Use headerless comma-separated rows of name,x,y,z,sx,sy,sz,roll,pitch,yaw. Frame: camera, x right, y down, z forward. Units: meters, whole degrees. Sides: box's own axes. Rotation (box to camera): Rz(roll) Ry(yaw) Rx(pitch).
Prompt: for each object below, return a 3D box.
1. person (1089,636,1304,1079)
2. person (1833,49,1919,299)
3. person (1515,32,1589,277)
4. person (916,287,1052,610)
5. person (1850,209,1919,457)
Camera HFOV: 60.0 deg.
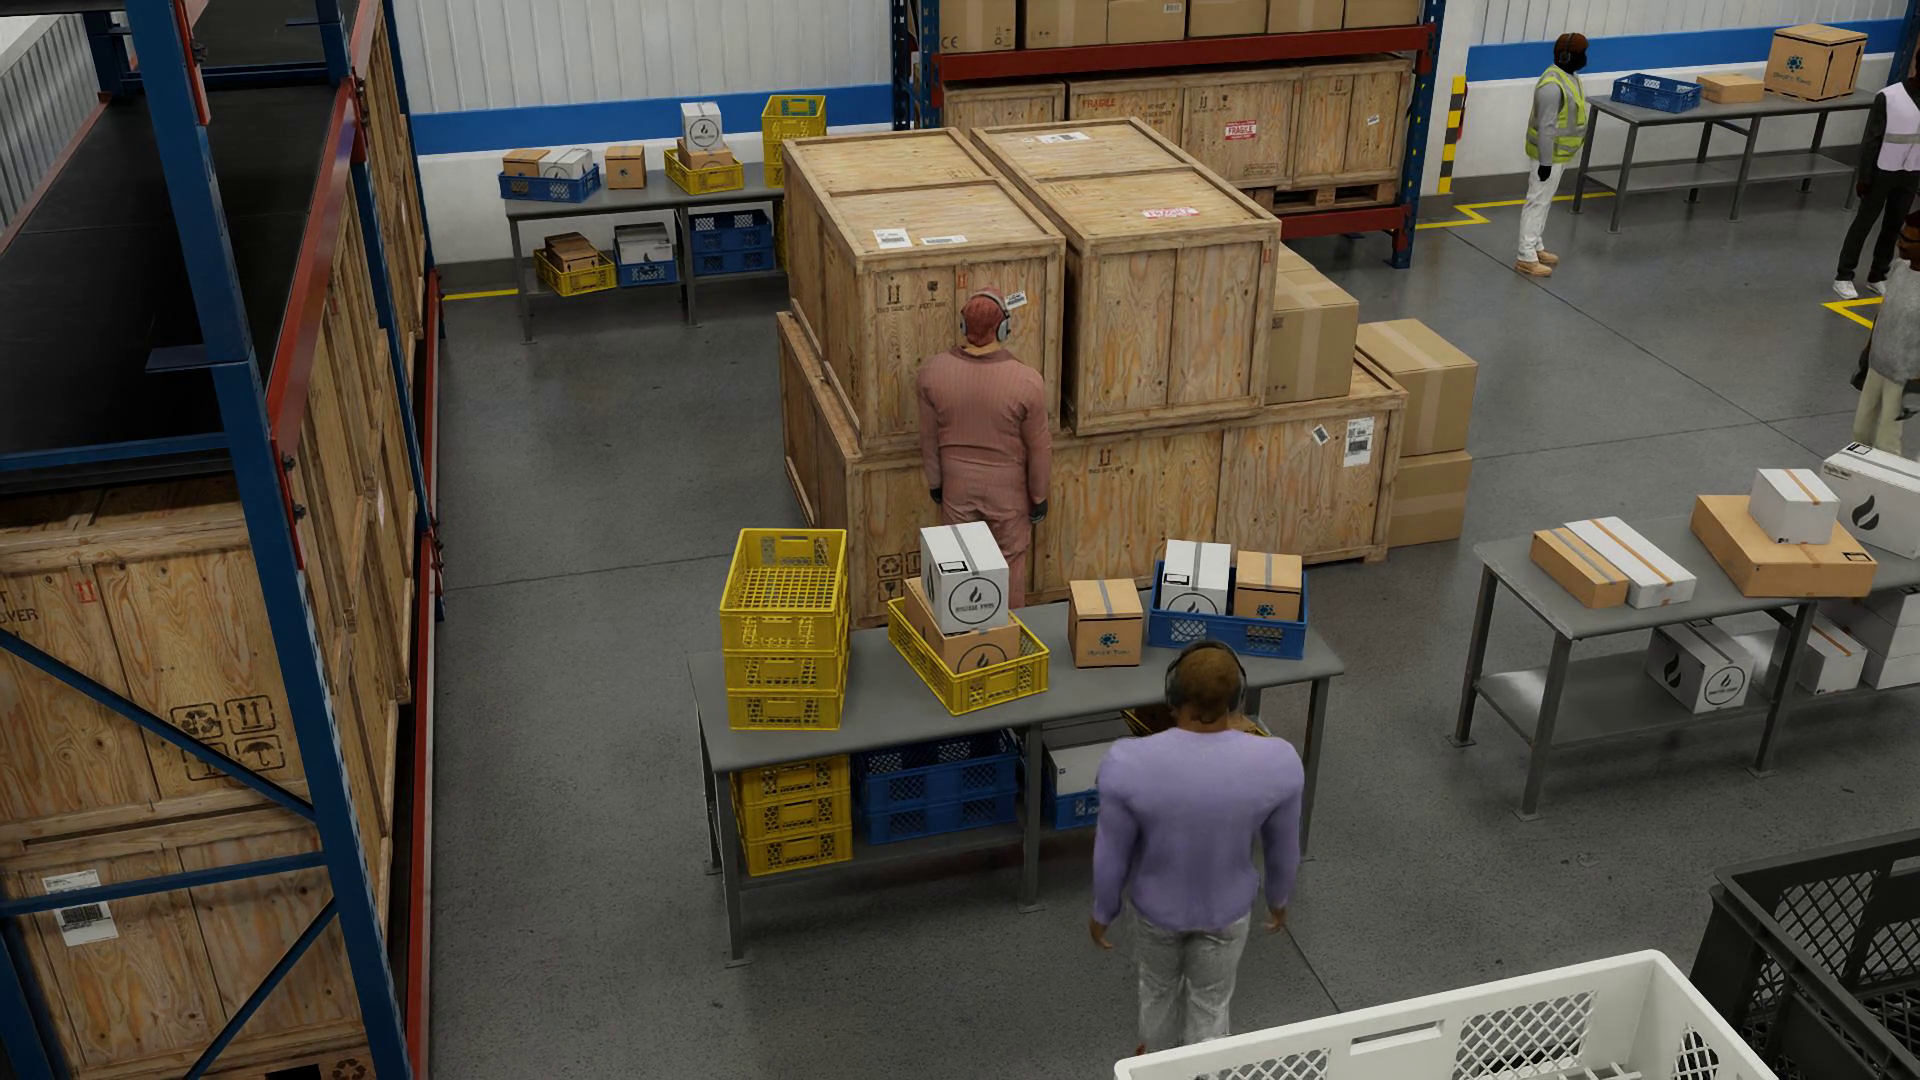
person,0.735,1.138,5.319,0.645,1.937,0.464,0,29,1
person,6.961,-2.744,12.387,0.592,1.910,0.386,-3,29,-5
person,4.605,-2.998,12.914,0.429,1.844,0.626,14,32,24
person,0.132,-0.282,7.915,0.643,1.911,0.411,10,30,17
person,5.079,-0.899,9.080,0.317,1.865,0.523,-3,29,-6
